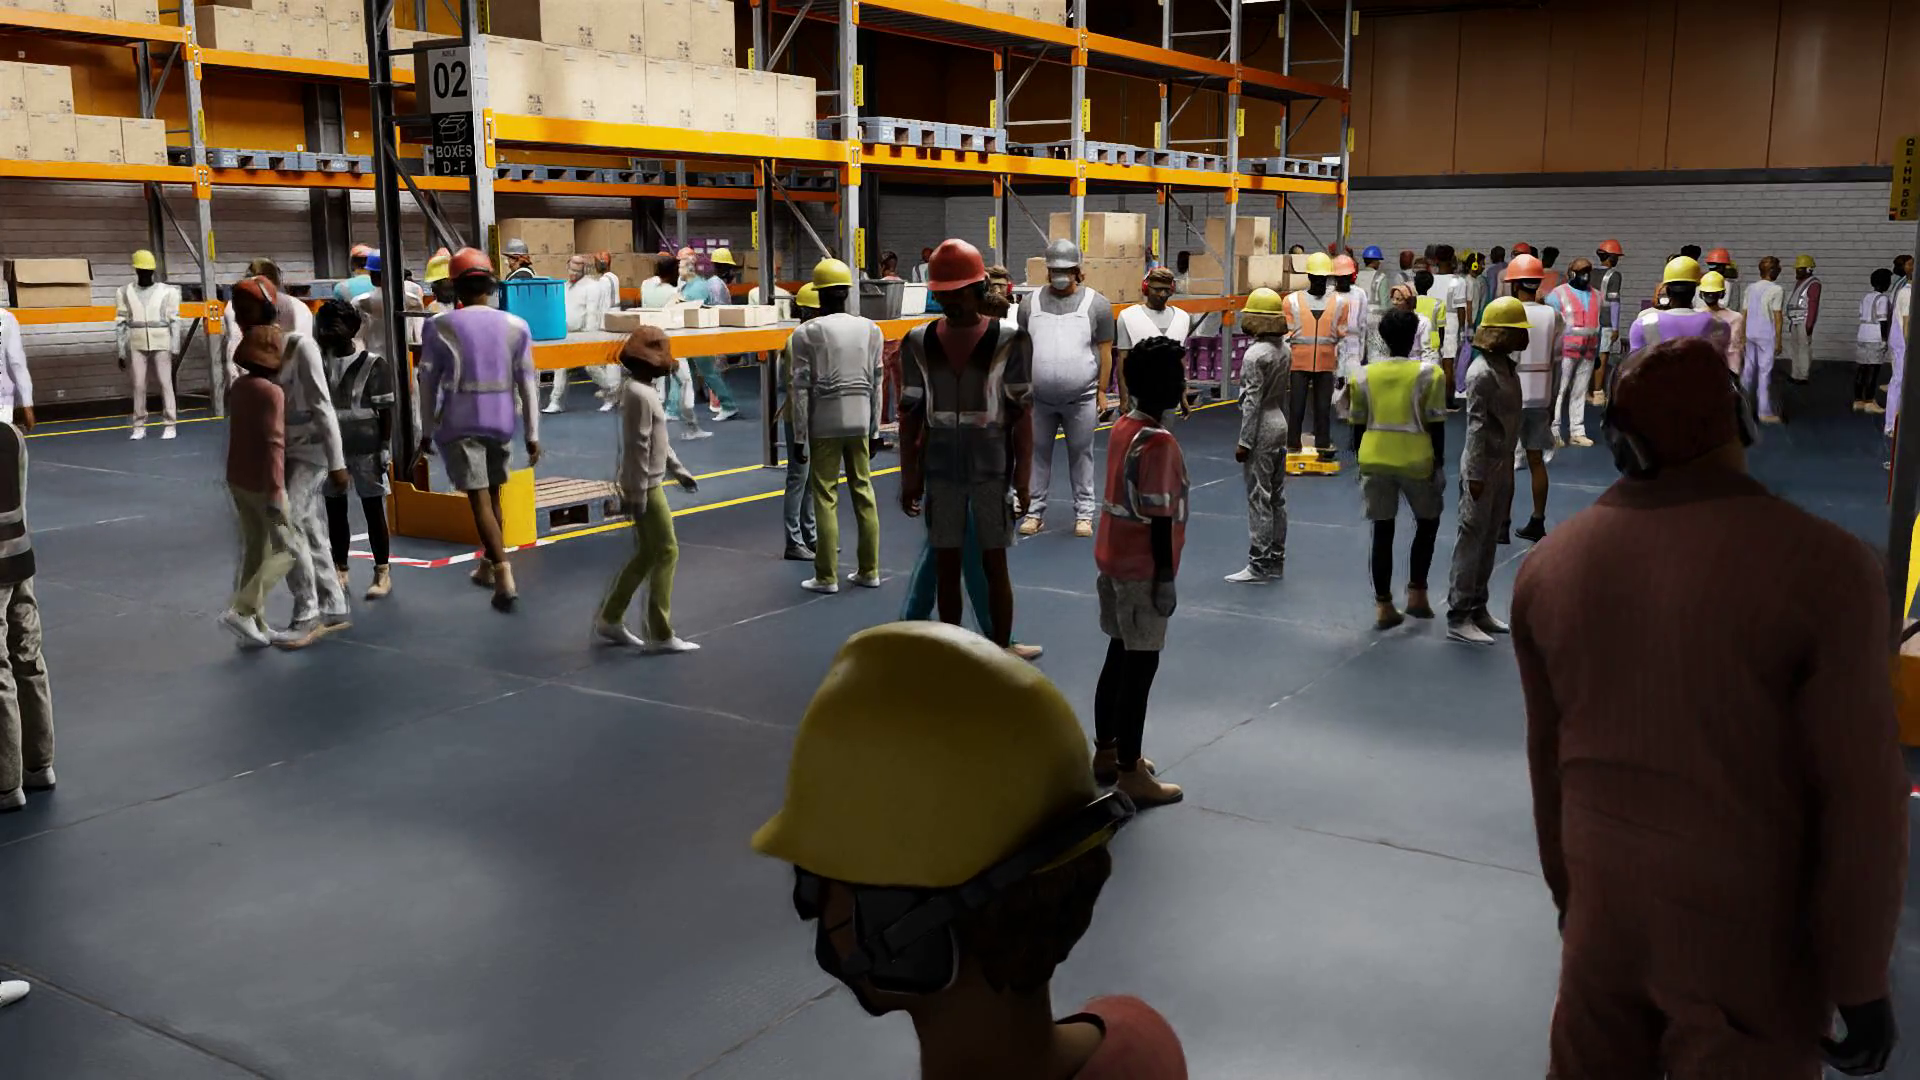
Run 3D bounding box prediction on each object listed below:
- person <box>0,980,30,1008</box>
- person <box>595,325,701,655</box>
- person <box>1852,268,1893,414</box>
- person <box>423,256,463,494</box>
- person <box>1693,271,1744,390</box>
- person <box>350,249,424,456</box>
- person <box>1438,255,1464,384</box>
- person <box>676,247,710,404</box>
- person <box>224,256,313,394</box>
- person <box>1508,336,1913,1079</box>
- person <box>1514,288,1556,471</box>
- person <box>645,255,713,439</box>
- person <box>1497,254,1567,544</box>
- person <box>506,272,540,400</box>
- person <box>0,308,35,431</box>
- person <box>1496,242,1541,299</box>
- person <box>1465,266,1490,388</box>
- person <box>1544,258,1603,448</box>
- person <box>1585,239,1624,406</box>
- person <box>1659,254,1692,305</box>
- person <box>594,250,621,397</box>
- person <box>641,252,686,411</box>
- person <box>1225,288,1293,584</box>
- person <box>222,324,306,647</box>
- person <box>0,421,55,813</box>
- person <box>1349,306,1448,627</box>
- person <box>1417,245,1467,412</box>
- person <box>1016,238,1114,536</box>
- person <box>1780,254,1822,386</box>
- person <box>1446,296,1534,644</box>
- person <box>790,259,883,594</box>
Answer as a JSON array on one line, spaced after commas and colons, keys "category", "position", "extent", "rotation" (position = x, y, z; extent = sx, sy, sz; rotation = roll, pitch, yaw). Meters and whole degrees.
[{"category": "person", "position": [-2.774, 0.303, 4.315], "extent": [0.602, 1.930, 0.401], "rotation": [8, 13, 38]}, {"category": "person", "position": [-1.568, -0.254, 8.221], "extent": [0.533, 1.613, 0.524], "rotation": [-3, 11, -15]}, {"category": "person", "position": [10.723, -2.331, 19.505], "extent": [0.319, 1.695, 0.532], "rotation": [0, 10, 2]}, {"category": "person", "position": [-3.852, -1.217, 12.772], "extent": [0.612, 1.903, 0.485], "rotation": [4, 11, 19]}, {"category": "person", "position": [6.314, -1.383, 14.077], "extent": [0.526, 1.763, 0.330], "rotation": [6, 12, 30]}, {"category": "person", "position": [-4.589, -1.357, 13.393], "extent": [0.615, 1.950, 0.375], "rotation": [-8, 13, -38]}, {"category": "person", "position": [6.835, -3.102, 23.391], "extent": [0.504, 1.839, 0.341], "rotation": [1, 10, 5]}, {"category": "person", "position": [-3.355, -2.641, 20.562], "extent": [0.543, 1.934, 0.362], "rotation": [2, 10, 12]}, {"category": "person", "position": [-4.964, -1.086, 12.028], "extent": [0.671, 1.901, 0.544], "rotation": [-10, 14, -43]}, {"category": "person", "position": [1.223, 0.621, 2.685], "extent": [0.397, 1.873, 0.753], "rotation": [-5, 12, -28]}, {"category": "person", "position": [5.027, -1.409, 14.597], "extent": [0.456, 1.626, 0.529], "rotation": [-9, 14, -42]}, {"category": "person", "position": [-2.987, -1.915, 16.706], "extent": [0.976, 1.880, 0.605], "rotation": [-9, 14, -42]}, {"category": "person", "position": [3.743, -0.935, 11.128], "extent": [0.546, 1.928, 0.387], "rotation": [-3, 11, -15]}, {"category": "person", "position": [-5.577, -2.772, 21.114], "extent": [0.380, 1.996, 0.608], "rotation": [3, 11, 17]}, {"category": "person", "position": [-6.401, -0.893, 10.867], "extent": [0.435, 1.926, 0.640], "rotation": [9, 14, 42]}, {"category": "person", "position": [7.800, -3.150, 23.236], "extent": [0.609, 1.986, 0.391], "rotation": [6, 12, 30]}, {"category": "person", "position": [6.929, -2.902, 22.309], "extent": [0.375, 1.832, 0.517], "rotation": [5, 11, 24]}, {"category": "person", "position": [6.028, -1.828, 16.308], "extent": [0.626, 1.846, 0.429], "rotation": [-3, 11, -17]}, {"category": "person", "position": [7.879, -2.652, 20.368], "extent": [0.416, 2.034, 0.603], "rotation": [-3, 11, -17]}, {"category": "person", "position": [8.283, -2.376, 19.313], "extent": [0.516, 1.858, 0.329], "rotation": [-1, 10, -7]}, {"category": "person", "position": [-4.583, -2.805, 21.603], "extent": [0.356, 1.887, 0.573], "rotation": [0, 10, 0]}, {"category": "person", "position": [-3.488, -2.476, 19.794], "extent": [0.574, 1.881, 0.357], "rotation": [-2, 10, -12]}, {"category": "person", "position": [1.775, -0.610, 9.834], "extent": [0.294, 1.744, 0.487], "rotation": [7, 12, 33]}, {"category": "person", "position": [-3.458, -0.253, 8.208], "extent": [0.512, 1.617, 0.377], "rotation": [10, 14, 43]}, {"category": "person", "position": [-3.455, 0.154, 5.892], "extent": [0.310, 1.640, 0.514], "rotation": [0, 10, -1]}, {"category": "person", "position": [2.306, -0.384, 8.749], "extent": [0.545, 1.670, 0.483], "rotation": [7, 12, 33]}, {"category": "person", "position": [5.688, -2.495, 19.655], "extent": [0.613, 1.965, 0.361], "rotation": [8, 13, 38]}, {"category": "person", "position": [0.686, -1.035, 11.364], "extent": [0.688, 2.000, 0.539], "rotation": [2, 10, 12]}, {"category": "person", "position": [11.704, -3.049, 23.136], "extent": [0.403, 1.823, 0.592], "rotation": [1, 10, 3]}, {"category": "person", "position": [2.701, -0.355, 8.423], "extent": [0.323, 1.742, 0.492], "rotation": [8, 13, 36]}, {"category": "person", "position": [-0.715, -0.652, 9.601], "extent": [0.584, 1.917, 0.401], "rotation": [-7, 12, -34]}]
